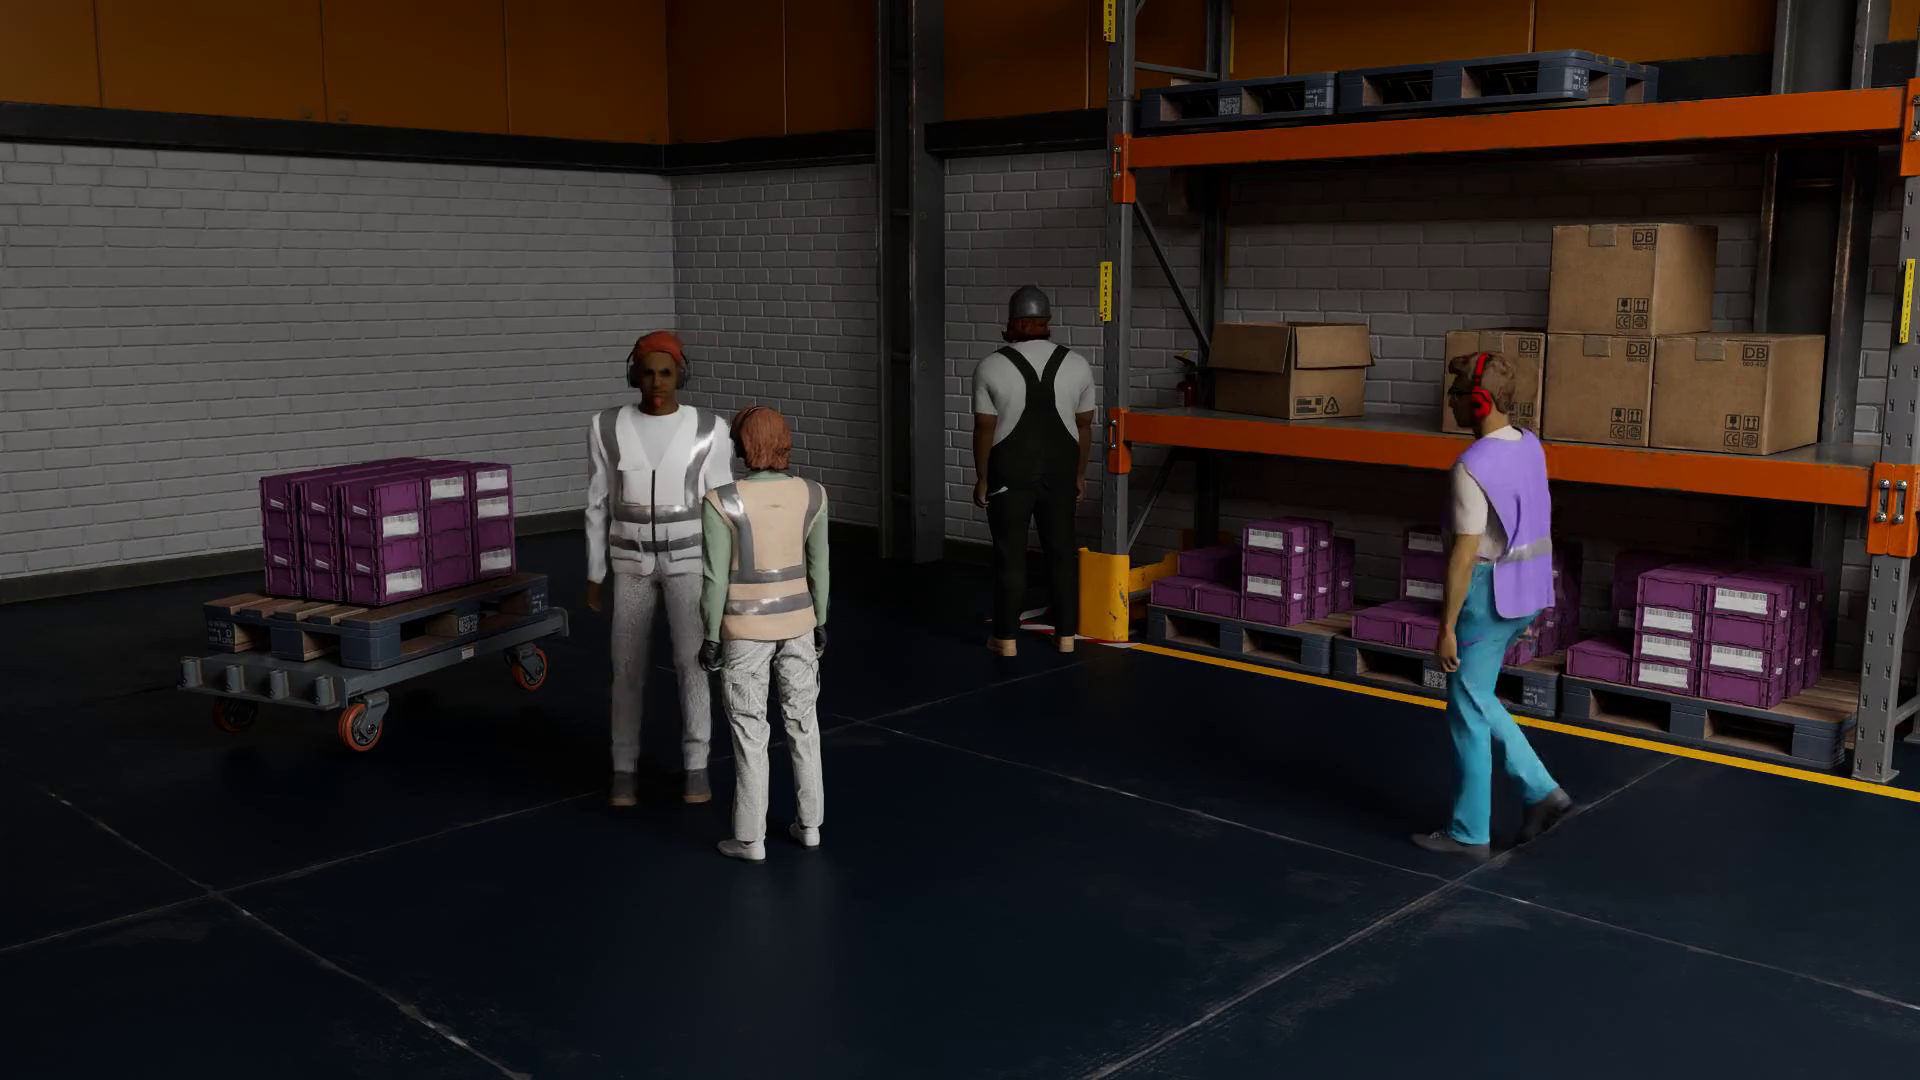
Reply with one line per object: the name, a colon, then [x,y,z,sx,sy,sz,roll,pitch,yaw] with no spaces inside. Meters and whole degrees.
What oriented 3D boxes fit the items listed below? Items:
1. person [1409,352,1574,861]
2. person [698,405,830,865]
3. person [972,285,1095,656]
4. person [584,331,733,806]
person: [1.877,0.255,5.880,0.458,1.829,0.603,8,12,39]
person: [-0.693,0.339,5.960,0.525,1.639,0.307,-7,11,-35]
person: [0.371,-0.384,9.170,0.683,2.000,0.536,-2,10,-13]
person: [-1.192,0.116,6.593,0.593,1.879,0.380,0,9,-2]
